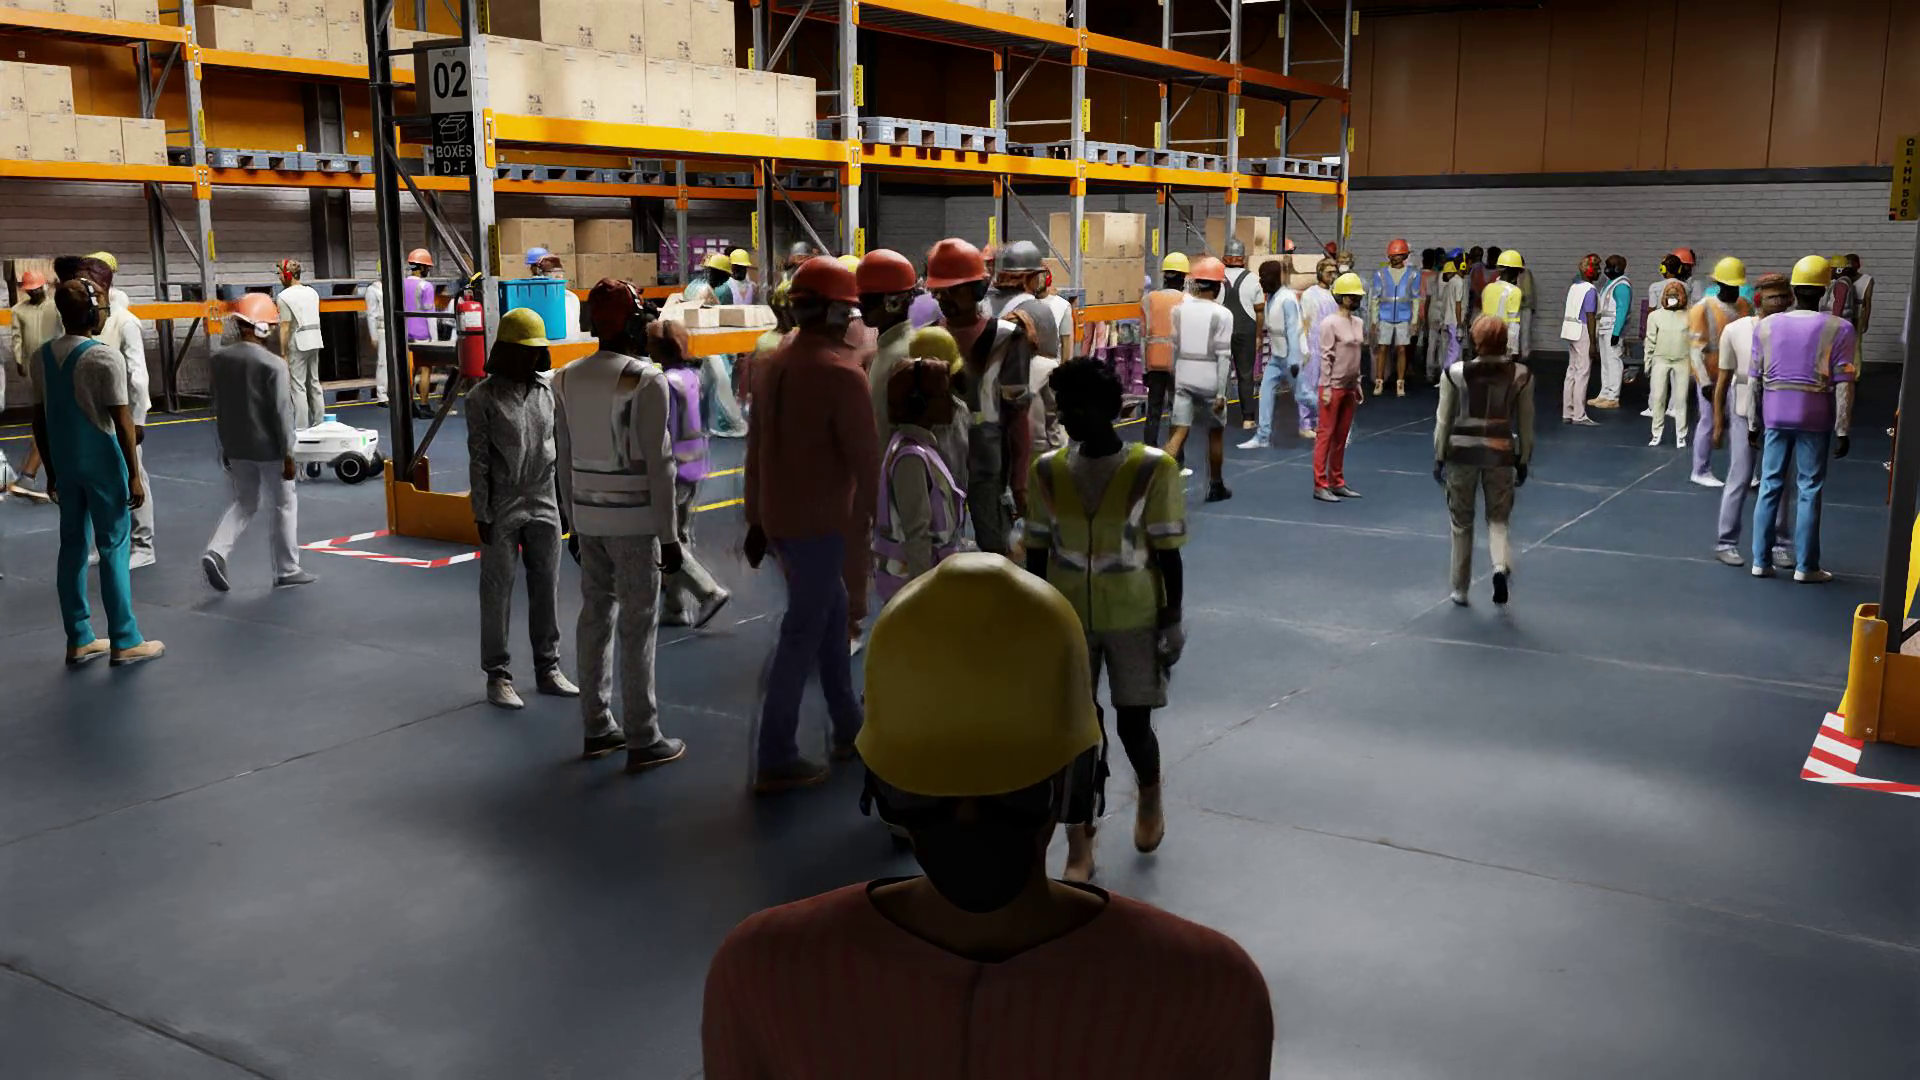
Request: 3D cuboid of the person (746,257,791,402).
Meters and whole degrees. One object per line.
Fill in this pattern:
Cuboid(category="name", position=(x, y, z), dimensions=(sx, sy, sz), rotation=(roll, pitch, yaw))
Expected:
Cuboid(category="person", position=(-2.102, -2.366, 19.336), dimensions=(0.777, 1.838, 0.526), rotation=(-6, 12, -29))

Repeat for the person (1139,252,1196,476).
Cuboid(category="person", position=(1.809, -1.495, 14.269), dimensions=(0.581, 1.919, 0.396), rotation=(6, 12, 32))

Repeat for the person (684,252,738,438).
Cuboid(category="person", position=(-2.513, -1.994, 17.067), dimensions=(0.639, 1.904, 0.407), rotation=(7, 12, 35))

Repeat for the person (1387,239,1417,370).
Cuboid(category="person", position=(6.918, -3.678, 26.012), dimensions=(0.538, 2.000, 0.690), rotation=(-8, 13, -37))

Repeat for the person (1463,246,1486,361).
Cuboid(category="person", position=(8.354, -3.785, 26.922), dimensions=(0.629, 1.933, 0.369), rotation=(-8, 13, -37))

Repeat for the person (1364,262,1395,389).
Cuboid(category="person", position=(5.791, -2.939, 22.809), dimensions=(0.529, 1.730, 0.906), rotation=(2, 10, 12))

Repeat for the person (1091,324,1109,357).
Cuboid(category="person", position=(2.157, -3.442, 25.163), dimensions=(0.347, 1.877, 0.583), rotation=(-1, 10, -5))

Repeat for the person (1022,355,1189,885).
Cuboid(category="person", position=(0.443, 0.252, 5.248), dimensions=(0.561, 1.669, 0.488), rotation=(4, 11, 21))

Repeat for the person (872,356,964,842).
Cuboid(category="person", position=(-0.142, 0.199, 5.642), dimensions=(0.308, 1.640, 0.511), rotation=(-1, 10, -3))

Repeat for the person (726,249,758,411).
Cuboid(category="person", position=(-2.596, -2.442, 19.515), dimensions=(0.582, 1.919, 0.394), rotation=(-9, 14, -41))

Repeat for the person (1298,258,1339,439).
Cuboid(category="person", position=(3.683, -1.951, 16.989), dimensions=(0.517, 1.842, 0.327), rotation=(-8, 13, -36))

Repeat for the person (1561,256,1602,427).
Cuboid(category="person", position=(6.781, -2.161, 18.146), dimensions=(0.389, 1.846, 0.565), rotation=(0, 10, -2))

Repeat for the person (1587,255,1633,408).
Cuboid(category="person", position=(7.884, -2.524, 20.164), dimensions=(0.429, 1.846, 0.627), rotation=(1, 10, 6))

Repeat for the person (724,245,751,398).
Cuboid(category="person", position=(-2.844, -2.796, 21.336), dimensions=(0.362, 1.960, 0.613), rotation=(0, 10, -1))

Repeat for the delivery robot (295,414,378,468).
Cuboid(category="delivery robot", position=(-5.298, -0.814, 14.001), dimensions=(0.707, 0.478, 0.477), rotation=(0, 10, -1))

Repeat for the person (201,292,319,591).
Cuboid(category="person", position=(-4.038, -0.546, 9.516), dimensions=(0.584, 1.726, 0.663), rotation=(4, 11, 22))

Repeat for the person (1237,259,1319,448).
Cuboid(category="person", position=(3.257, -1.800, 16.148), dimensions=(0.996, 1.859, 0.618), rotation=(-2, 10, -10))

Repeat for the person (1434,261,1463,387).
Cuboid(category="person", position=(6.691, -2.927, 22.709), dimensions=(0.337, 1.735, 0.488), rotation=(-2, 10, -13))

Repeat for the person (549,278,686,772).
Cuboid(category="person", position=(-1.305, -0.054, 6.388), dimensions=(0.575, 1.880, 0.359), rotation=(7, 12, 34))

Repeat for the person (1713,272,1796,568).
Cuboid(category="person", position=(4.980, -0.740, 10.322), dimensions=(0.589, 1.831, 0.413), rotation=(1, 10, 4))

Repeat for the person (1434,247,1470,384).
Cuboid(category="person", position=(6.899, -3.139, 23.364), dimensions=(0.484, 1.922, 0.621), rotation=(-8, 13, -36))

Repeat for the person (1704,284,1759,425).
Cuboid(category="person", position=(8.349, -2.123, 18.036), dimensions=(0.597, 1.813, 0.755), rotation=(2, 10, 10))

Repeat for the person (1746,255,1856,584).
Cuboid(category="person", position=(4.968, -0.706, 9.850), dimensions=(0.354, 1.928, 0.594), rotation=(-9, 14, -42))

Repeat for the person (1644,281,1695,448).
Cuboid(category="person", position=(6.968, -1.716, 16.297), dimensions=(0.502, 1.623, 0.298), rotation=(5, 11, 26))

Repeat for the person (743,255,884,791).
Cuboid(category="person", position=(-0.446, -0.073, 6.242), dimensions=(0.874, 1.958, 0.631), rotation=(-8, 13, -37))

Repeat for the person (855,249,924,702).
Cuboid(category="person", position=(-0.277, -0.221, 7.018), dimensions=(0.416, 1.986, 0.617), rotation=(-2, 10, -10))

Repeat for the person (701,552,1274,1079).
Cuboid(category="person", position=(0.017, 0.879, 1.521), dimensions=(0.523, 1.769, 0.313), rotation=(0, 10, 1))

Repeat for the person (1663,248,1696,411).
Cuboid(category="person", position=(8.262, -2.403, 19.264), dimensions=(0.388, 1.929, 0.544), rotation=(3, 11, 14))

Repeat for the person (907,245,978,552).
Cuboid(category="person", position=(-0.103, -0.889, 10.639), dimensions=(0.602, 2.008, 0.617), rotation=(-7, 13, -35))

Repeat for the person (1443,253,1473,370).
Cuboid(category="person", position=(6.356, -2.729, 21.257), dimensions=(0.327, 1.862, 0.510), rotation=(1, 10, 8))

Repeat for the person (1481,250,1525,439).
Cuboid(category="person", position=(5.549, -1.994, 17.033), dimensions=(0.408, 1.918, 0.584), rotation=(-3, 11, -17))

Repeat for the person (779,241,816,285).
Cuboid(category="person", position=(-1.778, -2.427, 19.080), dimensions=(0.592, 2.000, 0.699), rotation=(-8, 13, -38))

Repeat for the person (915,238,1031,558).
Cuboid(category="person", position=(0.015, -0.299, 7.326), dimensions=(0.617, 2.029, 0.409), rotation=(4, 11, 23))
